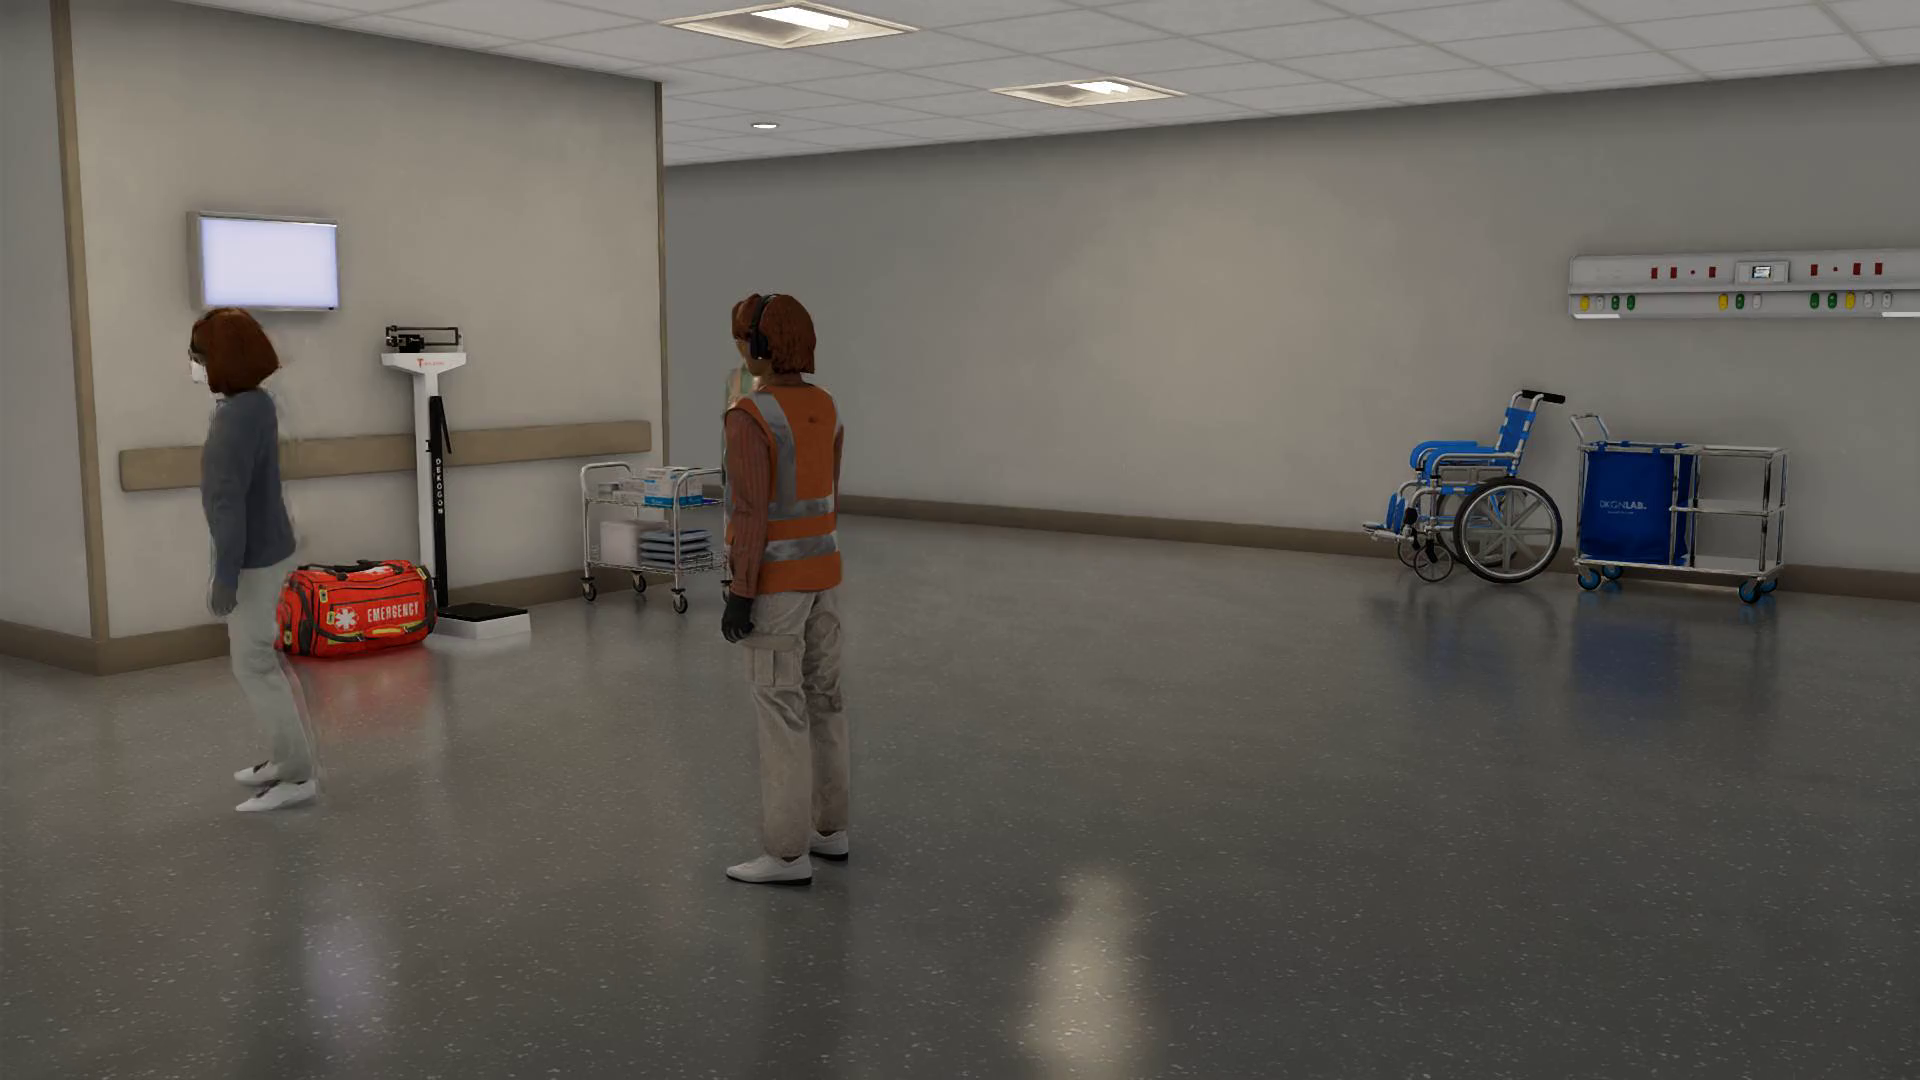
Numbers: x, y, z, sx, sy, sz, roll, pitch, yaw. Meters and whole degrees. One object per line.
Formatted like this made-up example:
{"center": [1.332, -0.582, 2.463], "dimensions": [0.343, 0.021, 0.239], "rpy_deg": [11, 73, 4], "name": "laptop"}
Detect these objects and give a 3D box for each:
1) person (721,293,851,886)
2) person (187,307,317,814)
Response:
{"center": [-0.489, 0.137, 4.647], "dimensions": [0.311, 1.639, 0.521], "rpy_deg": [3, 8, 25], "name": "person"}
{"center": [-2.237, 0.075, 5.265], "dimensions": [0.325, 1.612, 0.542], "rpy_deg": [-2, 7, -16], "name": "person"}
